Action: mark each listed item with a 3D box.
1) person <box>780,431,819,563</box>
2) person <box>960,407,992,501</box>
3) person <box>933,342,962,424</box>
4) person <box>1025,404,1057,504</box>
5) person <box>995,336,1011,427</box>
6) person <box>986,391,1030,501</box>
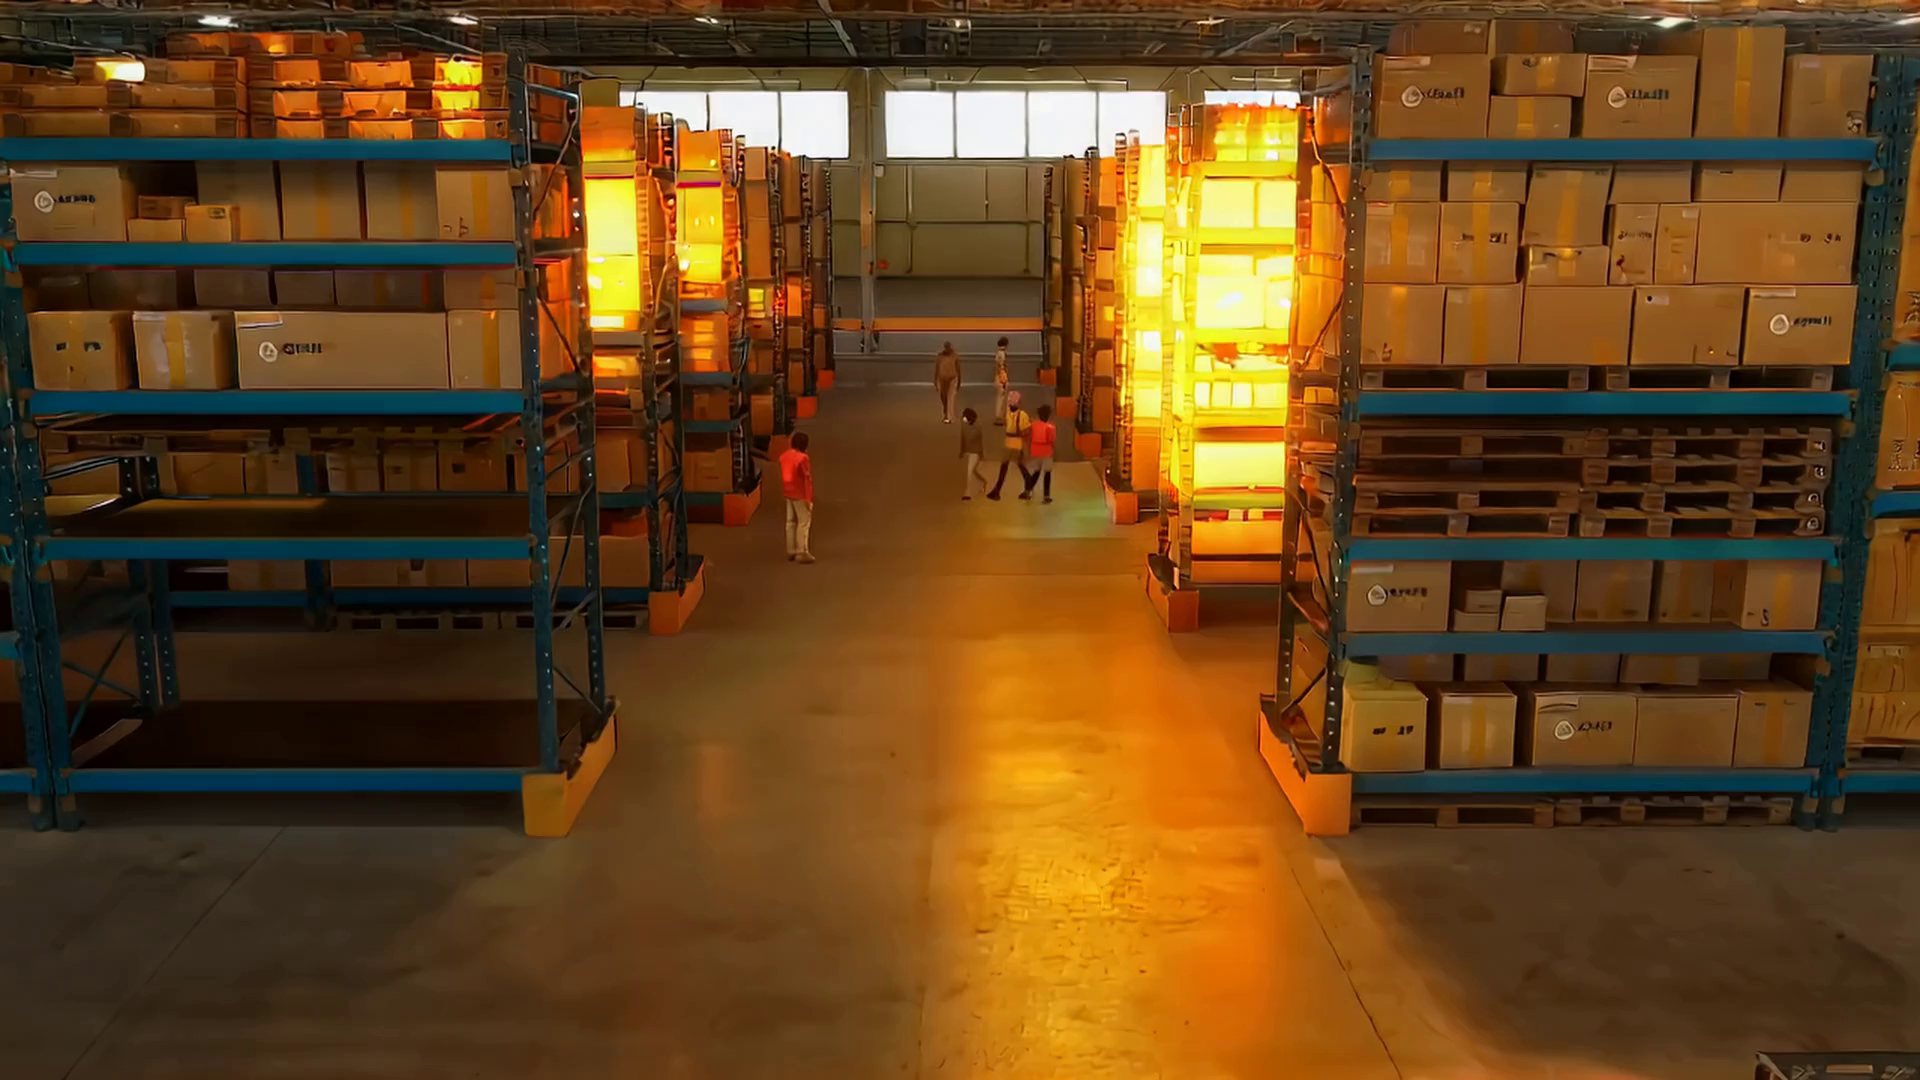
[{"bbox_3d":[-2.243,-0.598,23.250,0.429,1.846,0.626,-9,15,-38],"label":"person"},{"bbox_3d":[0.286,-1.485,28.284,0.775,1.596,0.512,-10,15,-41],"label":"person"},{"bbox_3d":[-0.283,-3.627,38.229,0.641,1.862,0.993,1,11,5],"label":"person"},{"bbox_3d":[1.349,-1.416,27.711,0.545,1.689,0.422,8,14,33],"label":"person"},{"bbox_3d":[0.970,-3.587,37.559,0.378,2.045,0.605,0,11,-1],"label":"person"},{"bbox_3d":[0.876,-1.581,28.058,0.991,1.865,0.589,-10,15,-40],"label":"person"}]
